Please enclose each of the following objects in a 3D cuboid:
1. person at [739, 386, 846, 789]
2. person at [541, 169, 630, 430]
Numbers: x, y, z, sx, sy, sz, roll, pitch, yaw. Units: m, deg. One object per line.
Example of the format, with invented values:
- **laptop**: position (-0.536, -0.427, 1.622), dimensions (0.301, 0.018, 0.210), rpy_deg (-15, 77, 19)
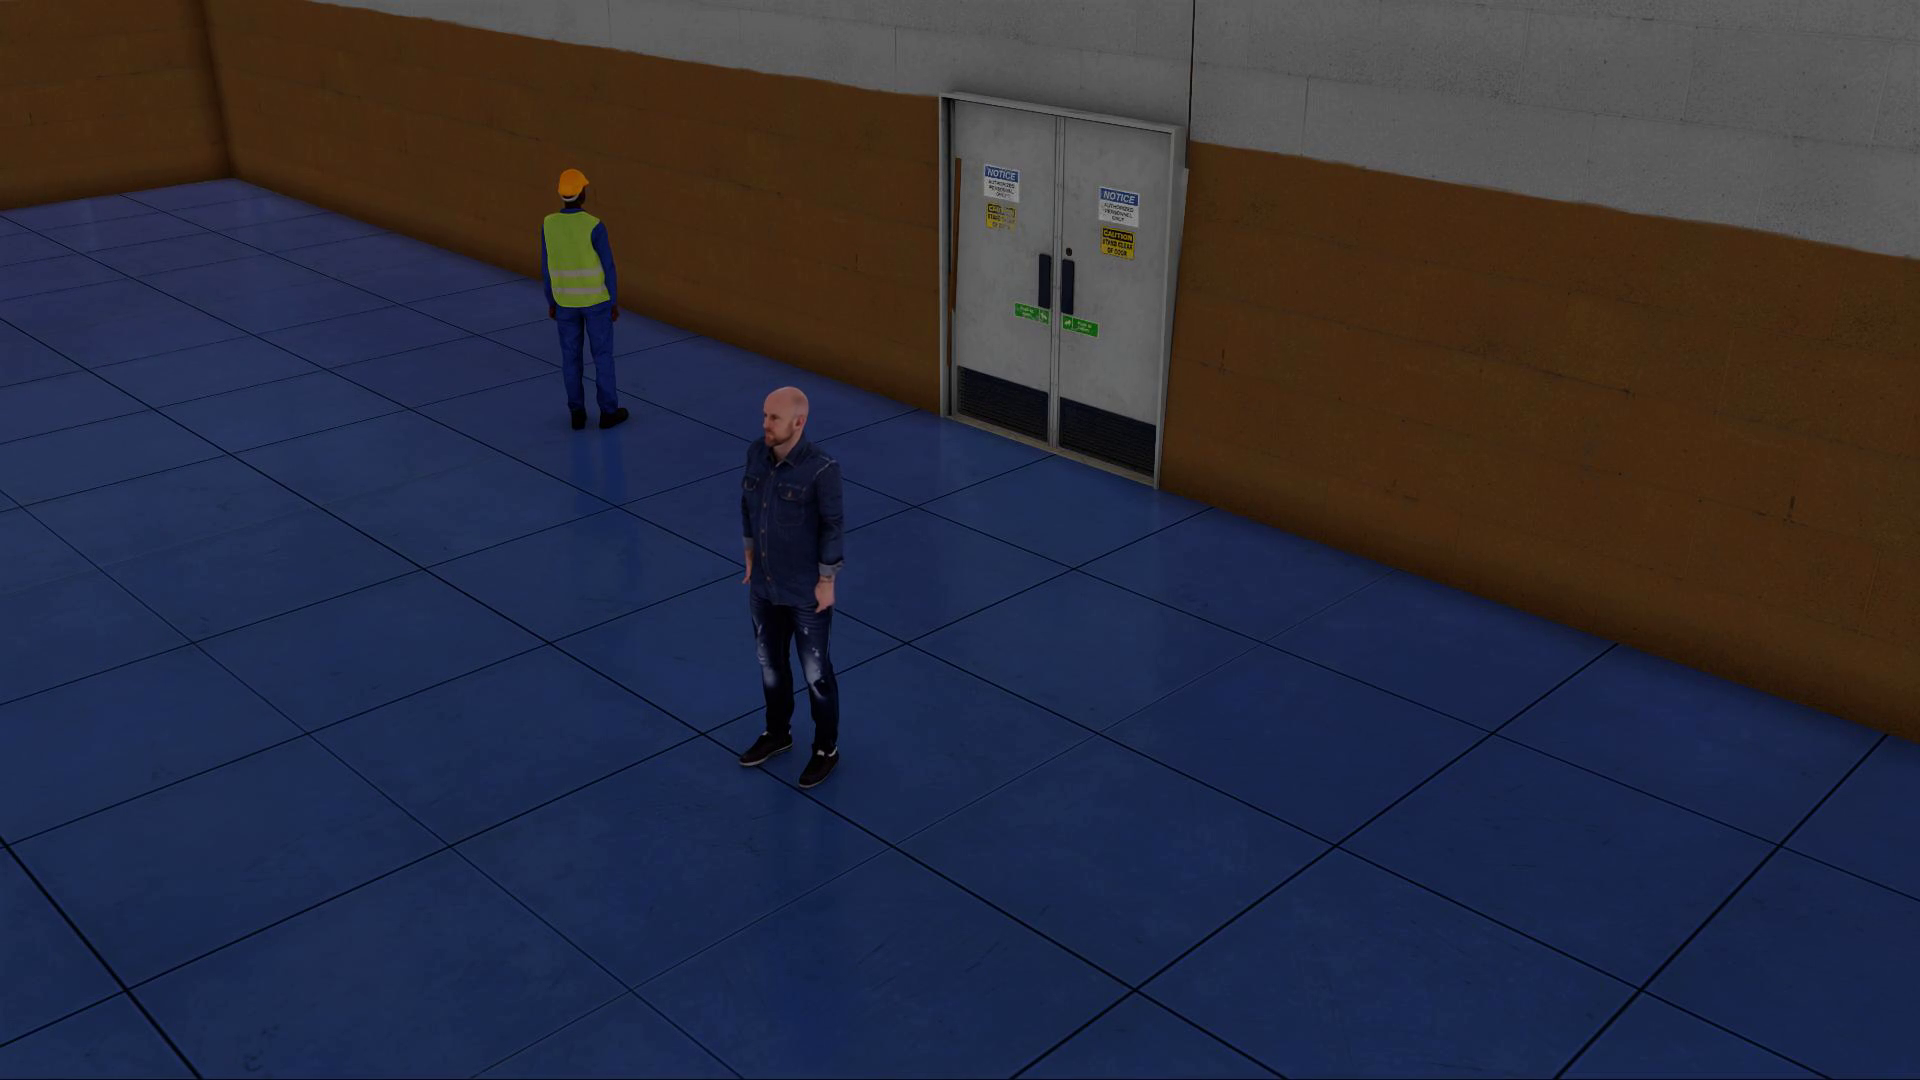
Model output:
- **person**: position (-0.743, 0.196, 7.302), dimensions (0.752, 1.826, 0.650), rpy_deg (16, 28, 32)
- **person**: position (-2.642, -1.673, 11.591), dimensions (0.747, 1.812, 0.791), rpy_deg (1, 24, 3)
